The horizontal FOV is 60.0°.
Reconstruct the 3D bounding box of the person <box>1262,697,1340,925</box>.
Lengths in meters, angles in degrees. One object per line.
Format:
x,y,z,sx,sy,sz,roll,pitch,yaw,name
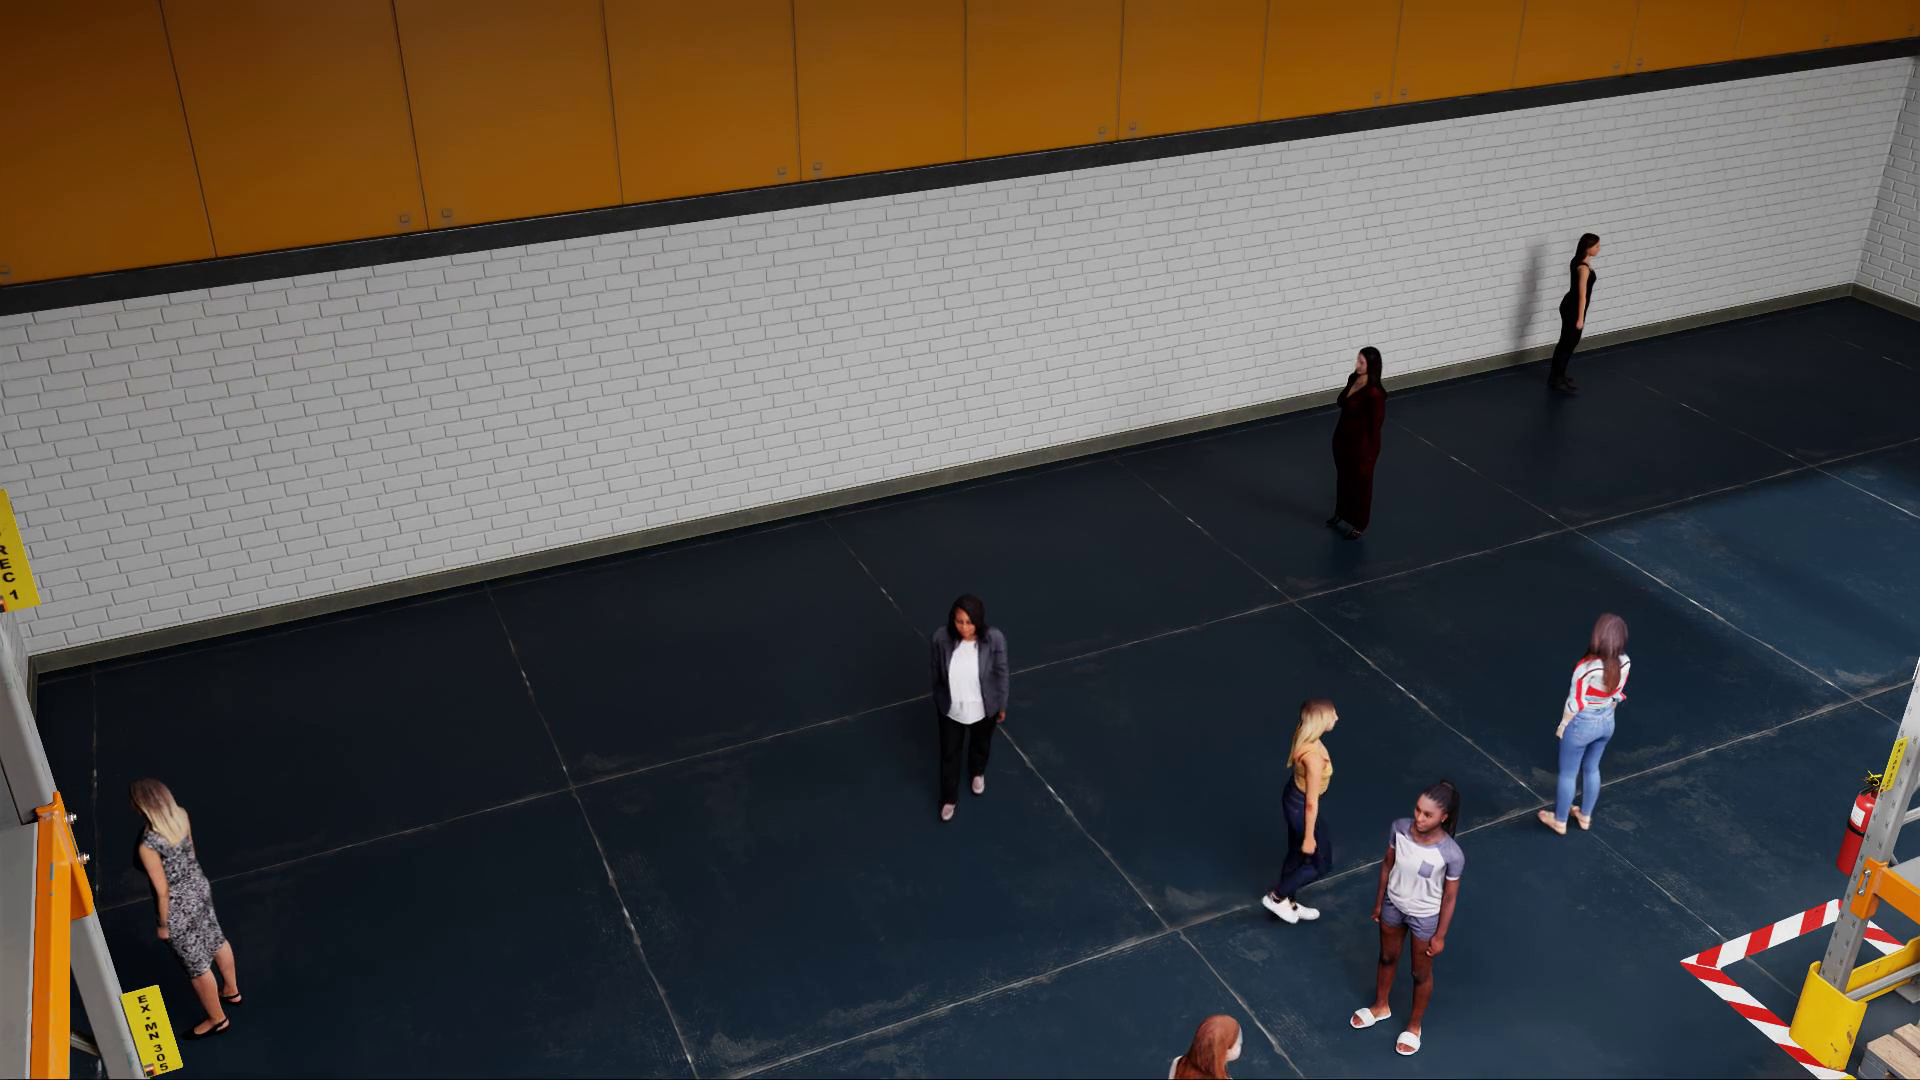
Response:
1.986,1.642,9.968,0.764,1.622,0.676,0,29,0,person

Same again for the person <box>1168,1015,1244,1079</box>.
1.119,2.867,7.578,0.568,1.761,0.712,23,36,36,person

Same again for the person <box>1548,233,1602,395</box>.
6.372,-2.365,17.246,0.739,1.687,0.650,5,29,9,person

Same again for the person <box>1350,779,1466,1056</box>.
2.491,2.051,9.114,0.740,1.722,0.617,-25,37,-38,person

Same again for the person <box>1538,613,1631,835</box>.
4.093,1.197,10.795,0.593,1.611,0.503,-11,31,-19,person

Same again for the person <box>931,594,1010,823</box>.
0.073,1.037,11.129,0.893,1.573,1.011,0,29,0,person

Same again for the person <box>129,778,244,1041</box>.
-4.284,2.017,9.195,0.700,1.704,0.594,3,29,5,person

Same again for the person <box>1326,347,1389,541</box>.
3.455,-0.857,14.409,0.732,1.757,0.551,-10,30,-17,person
